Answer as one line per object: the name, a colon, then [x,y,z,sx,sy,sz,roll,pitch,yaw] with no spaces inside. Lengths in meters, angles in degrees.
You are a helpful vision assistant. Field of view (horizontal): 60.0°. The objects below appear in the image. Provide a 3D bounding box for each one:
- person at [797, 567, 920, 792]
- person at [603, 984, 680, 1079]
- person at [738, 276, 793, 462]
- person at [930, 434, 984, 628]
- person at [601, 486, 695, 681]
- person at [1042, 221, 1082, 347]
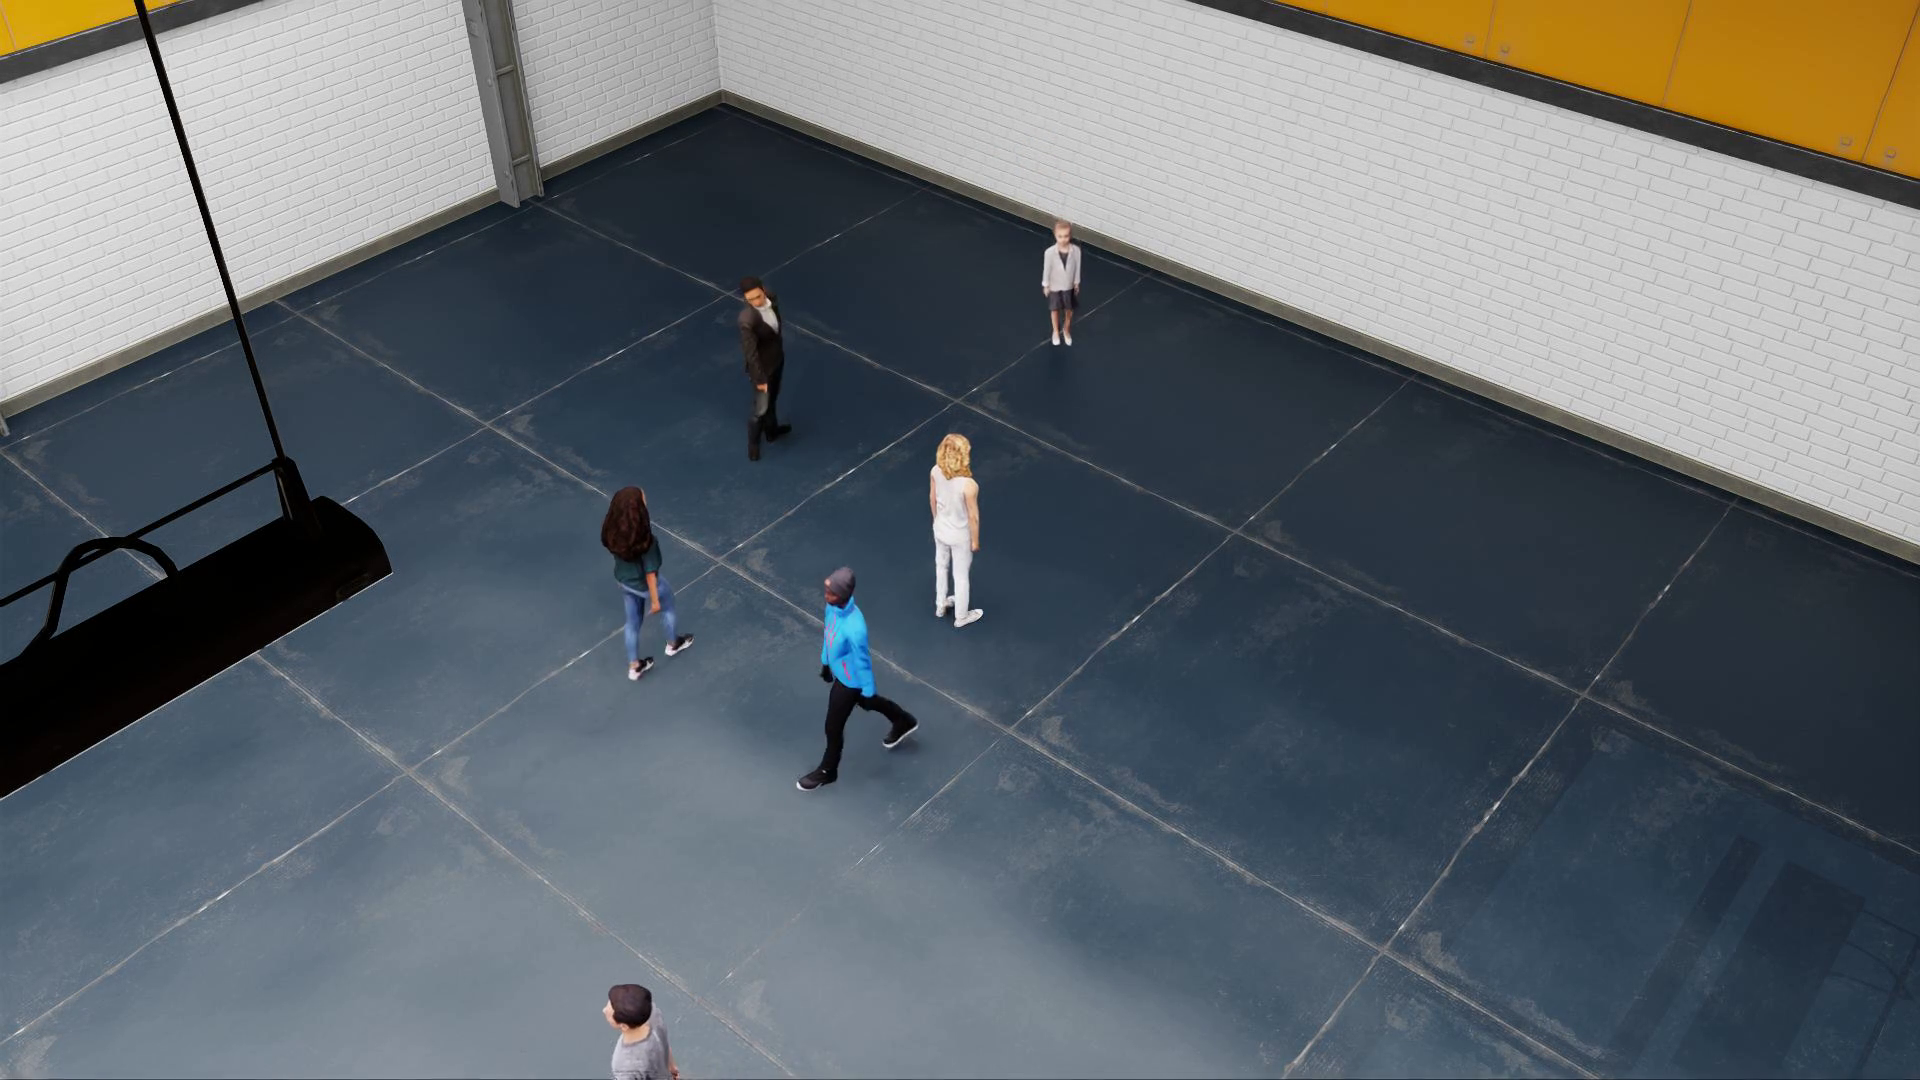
person: [-0.640,0.873,11.101,1.279,1.755,0.965,-17,42,-20]
person: [-1.483,2.914,8.487,1.171,1.829,1.196,2,39,3]
person: [-1.656,-1.554,14.133,0.896,1.764,0.676,3,39,4]
person: [-0.051,-0.082,12.365,0.580,1.670,0.538,29,47,31]
person: [-2.340,0.351,11.882,0.659,1.596,0.838,21,43,24]
person: [0.953,-2.431,15.631,0.645,1.265,0.704,-2,39,-3]
